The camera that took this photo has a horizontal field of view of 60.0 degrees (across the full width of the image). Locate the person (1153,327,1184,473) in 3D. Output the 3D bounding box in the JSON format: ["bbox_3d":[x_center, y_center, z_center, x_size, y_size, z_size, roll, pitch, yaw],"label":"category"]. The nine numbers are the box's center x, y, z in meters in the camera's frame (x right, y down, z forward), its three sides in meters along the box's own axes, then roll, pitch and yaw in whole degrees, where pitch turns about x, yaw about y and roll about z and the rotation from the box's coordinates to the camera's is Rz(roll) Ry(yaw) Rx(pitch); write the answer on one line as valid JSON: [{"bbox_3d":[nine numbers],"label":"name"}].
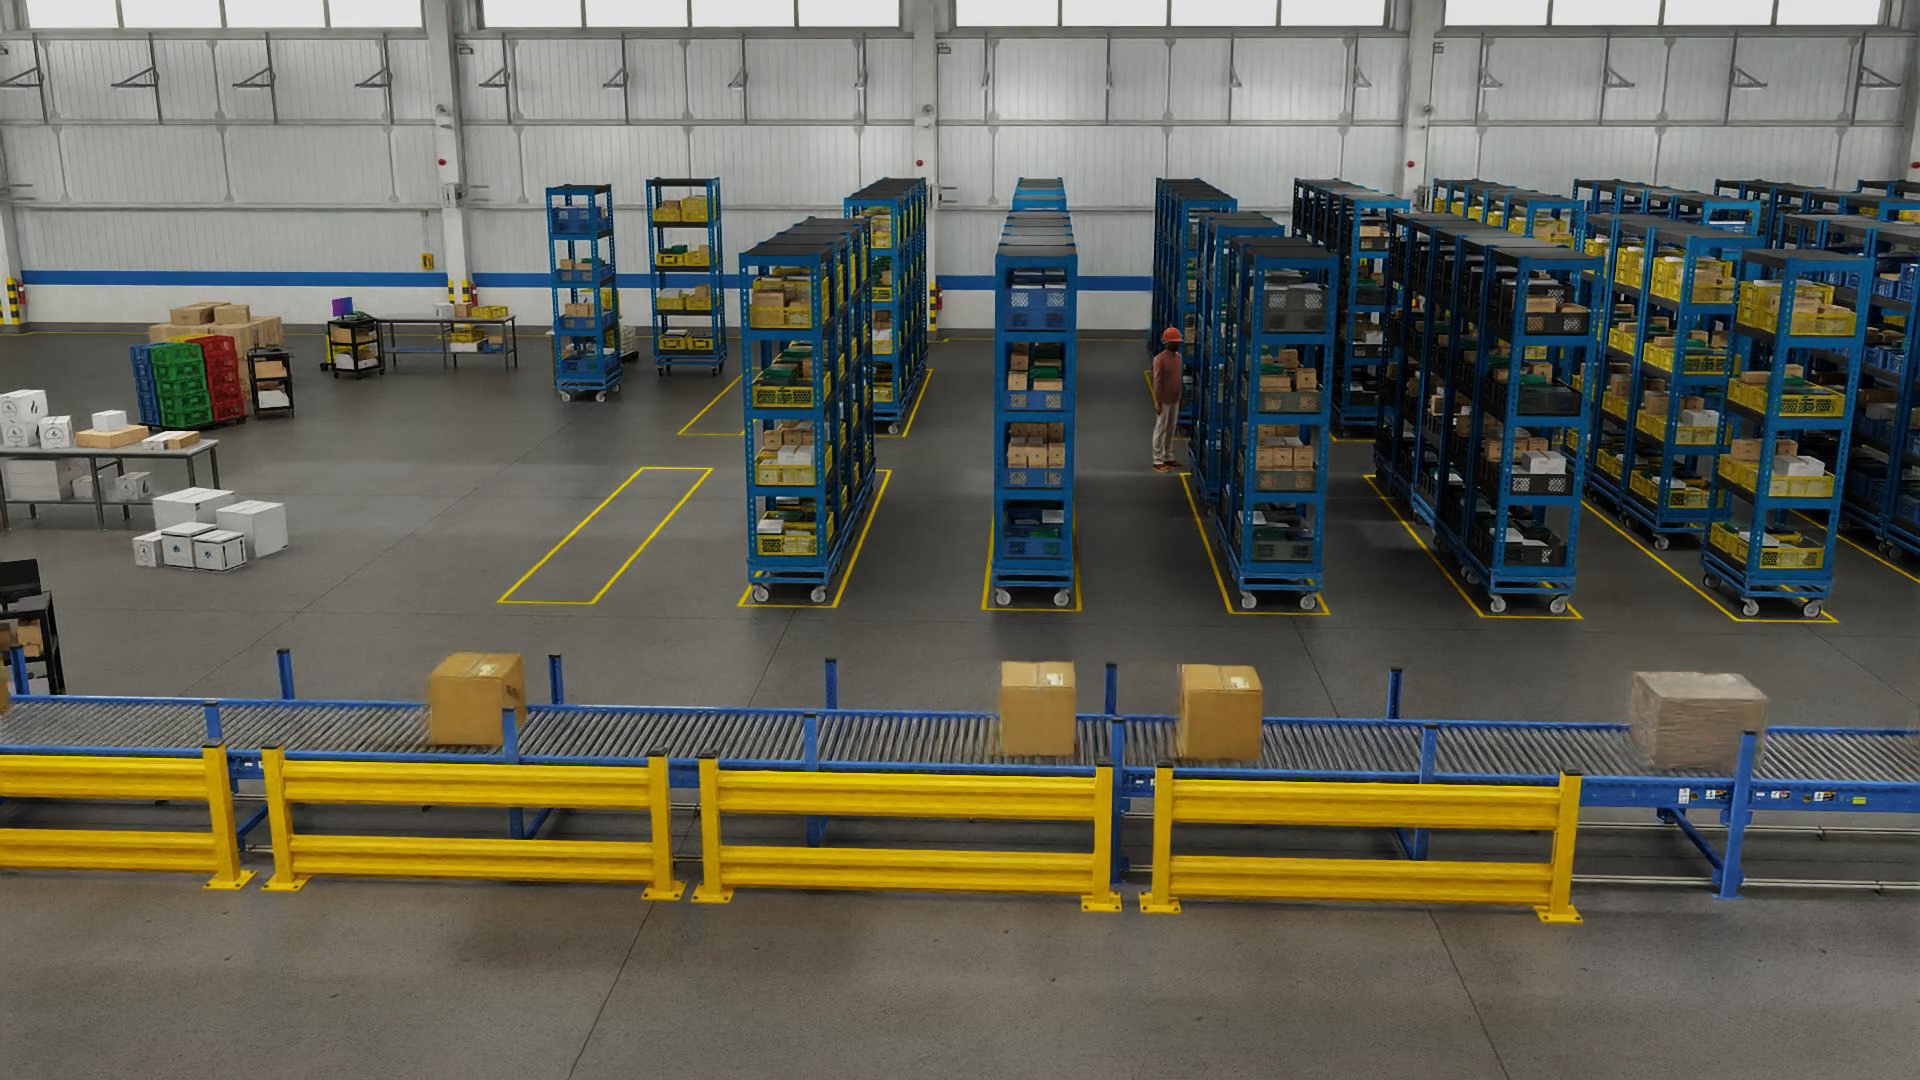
[{"bbox_3d":[2.883,-1.941,22.963,0.378,1.995,0.612,12,19,38],"label":"person"}]
